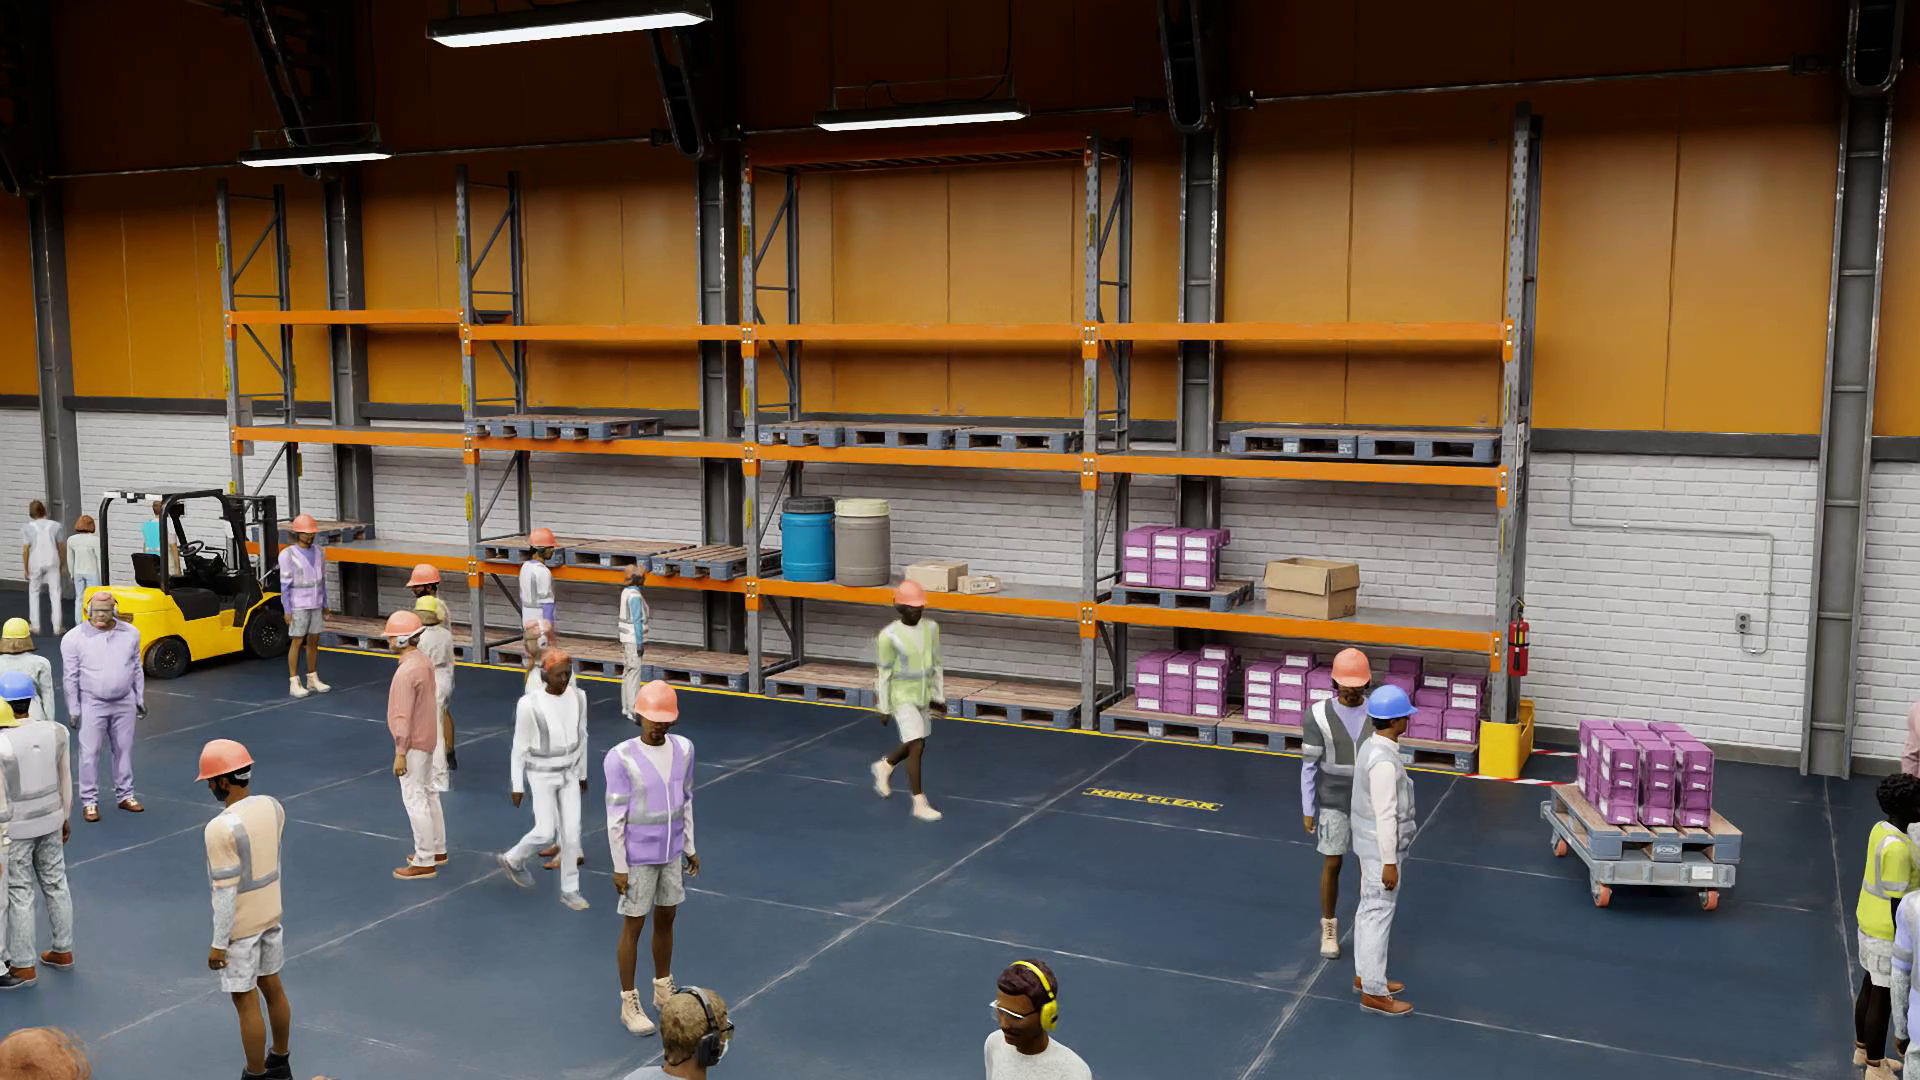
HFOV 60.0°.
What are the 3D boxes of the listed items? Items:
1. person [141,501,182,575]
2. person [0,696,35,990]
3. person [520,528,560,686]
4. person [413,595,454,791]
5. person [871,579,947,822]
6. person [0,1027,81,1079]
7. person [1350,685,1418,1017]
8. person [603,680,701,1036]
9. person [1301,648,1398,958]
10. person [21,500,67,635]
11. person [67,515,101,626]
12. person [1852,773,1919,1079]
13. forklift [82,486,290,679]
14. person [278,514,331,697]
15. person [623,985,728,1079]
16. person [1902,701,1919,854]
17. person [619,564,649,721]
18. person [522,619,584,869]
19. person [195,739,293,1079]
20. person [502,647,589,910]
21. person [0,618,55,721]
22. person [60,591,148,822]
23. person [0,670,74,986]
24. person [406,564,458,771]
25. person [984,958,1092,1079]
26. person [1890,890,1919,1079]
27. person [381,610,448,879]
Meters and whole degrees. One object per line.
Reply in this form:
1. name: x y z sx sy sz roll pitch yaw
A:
1. person: -10.713 0.365 22.341 0.564 1.846 0.390 2 7 19
2. person: -5.928 1.848 10.205 0.403 1.821 0.602 -4 8 -30
3. person: -4.319 0.887 17.216 0.393 2.041 0.613 -5 9 -36
4. person: -4.706 1.349 14.791 0.620 1.695 0.495 3 8 26
5. person: -0.464 1.302 13.956 0.609 2.011 0.895 -7 10 -44
6. person: -3.185 2.482 5.764 0.501 1.613 0.539 -2 7 -14
7. person: 2.510 1.820 9.879 0.375 1.949 0.614 1 7 7
8. person: -1.754 1.809 9.623 0.394 2.038 0.605 6 9 42
9. person: 2.502 1.689 10.675 0.612 2.029 0.410 0 7 2
10. person: -12.338 0.376 22.401 0.507 1.813 0.614 -5 9 -36
11. person: -11.691 0.477 22.287 0.507 1.631 0.270 1 7 7
12. person: 4.958 2.071 8.856 0.319 1.697 0.532 2 7 19
13. forklift: -9.426 0.454 20.179 1.214 2.155 2.313 3 8 26
14. person: -7.288 0.721 18.588 0.391 2.040 0.615 3 8 26
15. person: -0.877 2.380 5.355 0.357 1.932 0.630 -6 9 -42
16. person: 6.406 1.724 10.786 0.363 1.932 0.633 -3 7 -23
17. person: -3.411 1.065 17.414 0.310 1.636 0.523 -3 7 -23
18. person: -3.101 1.529 12.612 0.417 1.884 0.652 -3 8 -24
19. person: -3.742 1.981 8.656 0.388 1.927 0.547 1 7 10
20. person: -2.905 1.647 11.667 0.630 1.865 0.608 6 9 40
21. person: -7.581 1.491 13.450 0.483 1.745 0.301 -3 8 -25
22. person: -7.090 1.366 13.840 0.399 1.903 0.644 6 9 41
23. person: -5.791 1.771 10.302 0.396 1.946 0.617 3 8 23
24. person: -4.870 1.174 15.342 0.399 1.928 0.542 -3 7 -22
25. person: 0.249 2.360 5.812 0.326 1.862 0.508 -6 9 -42
26. person: 4.332 2.154 7.197 0.378 1.932 0.551 -4 8 -32
27. person: -4.072 1.506 12.357 0.392 1.983 0.616 0 7 -2
